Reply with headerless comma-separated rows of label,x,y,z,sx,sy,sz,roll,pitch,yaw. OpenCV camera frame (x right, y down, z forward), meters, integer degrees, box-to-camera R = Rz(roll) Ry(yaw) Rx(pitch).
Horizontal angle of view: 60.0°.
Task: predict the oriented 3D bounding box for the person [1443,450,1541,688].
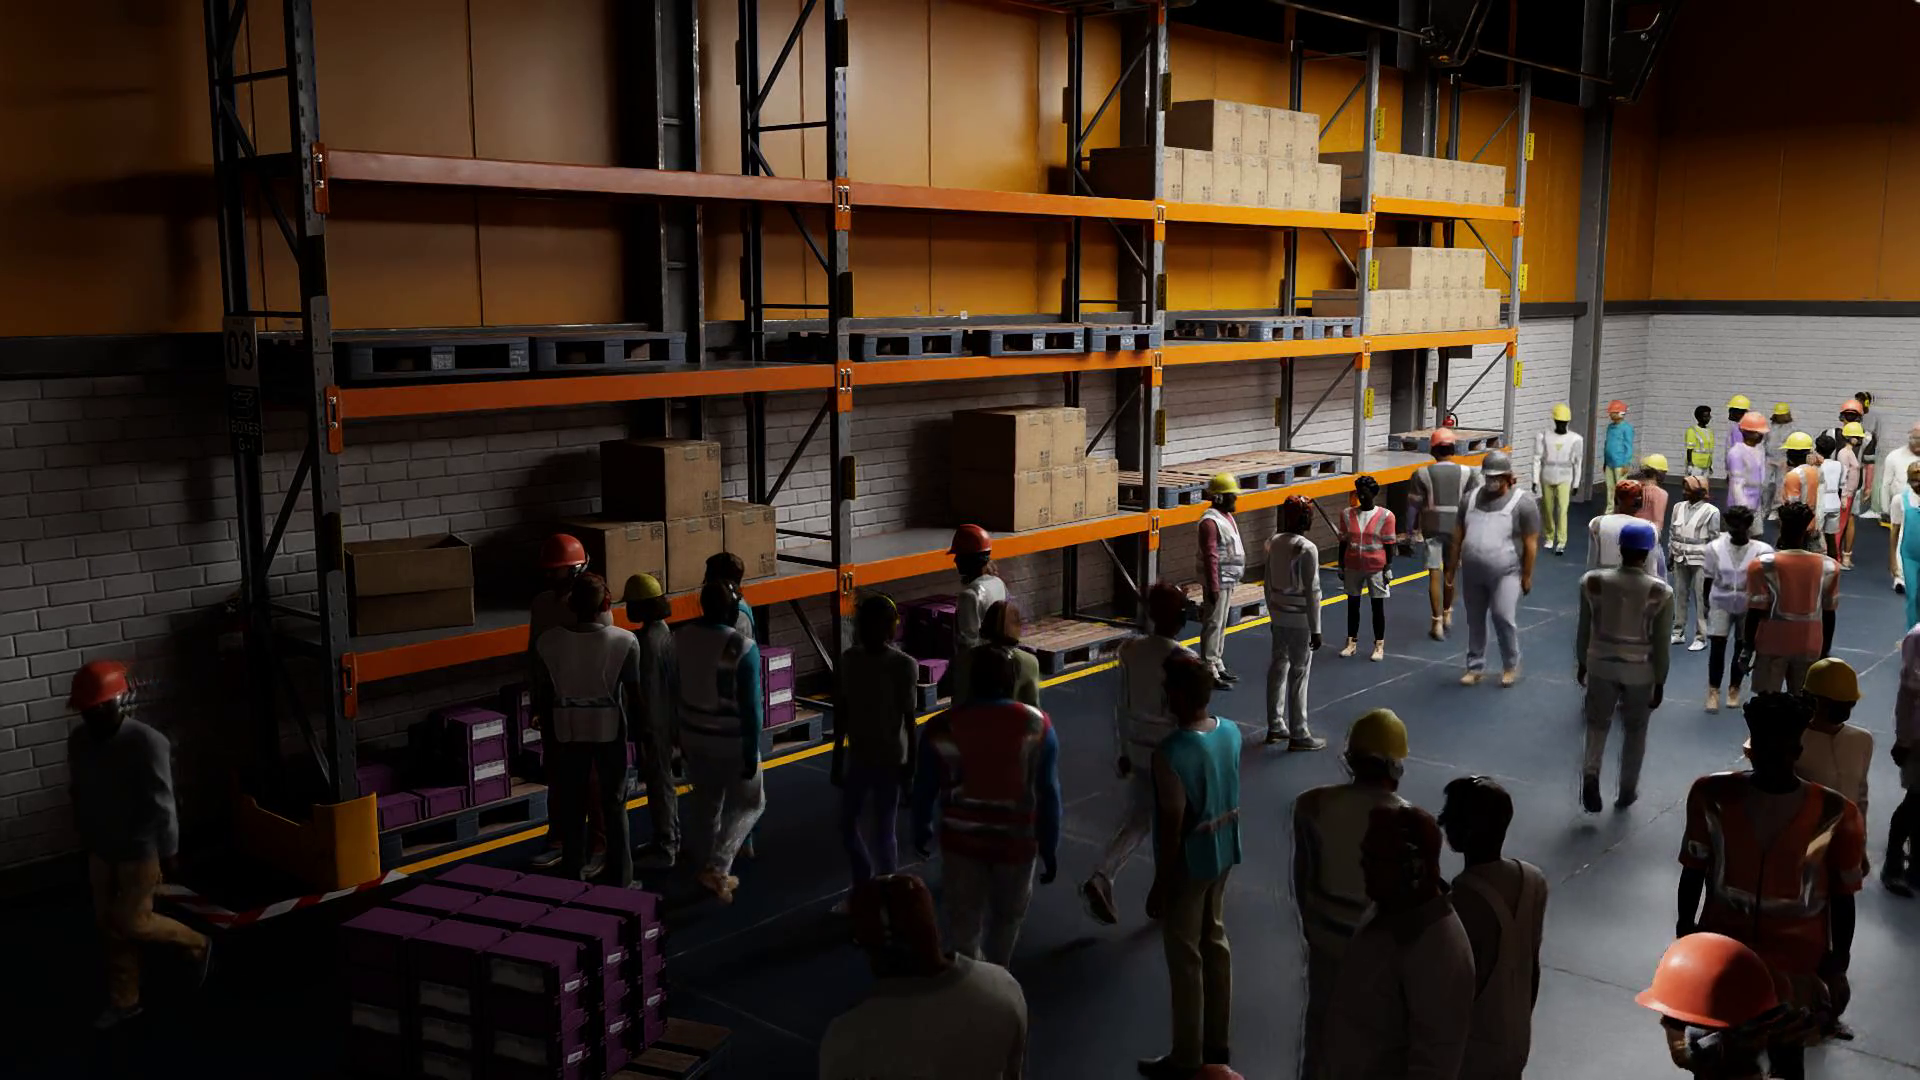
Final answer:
person,4.484,0.234,14.069,0.703,2.000,0.535,8,12,44

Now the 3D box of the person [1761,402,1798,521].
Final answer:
person,11.669,-1.113,23.769,0.501,1.710,0.583,7,11,39

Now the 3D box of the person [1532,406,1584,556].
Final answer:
person,7.573,-0.770,21.098,0.591,1.876,1.009,4,10,22

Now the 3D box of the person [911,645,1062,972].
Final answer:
person,0.119,1.364,7.477,0.679,1.809,0.696,0,9,0

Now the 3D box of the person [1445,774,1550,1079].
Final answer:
person,1.695,1.669,5.471,0.505,1.839,0.347,-5,10,-29

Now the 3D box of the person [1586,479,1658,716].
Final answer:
person,5.234,0.455,13.196,0.340,1.878,0.579,-8,12,-41

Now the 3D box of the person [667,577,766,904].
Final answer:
person,-1.329,1.111,9.117,0.632,1.830,0.478,5,10,30

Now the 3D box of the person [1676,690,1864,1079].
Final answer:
person,2.948,1.504,6.125,0.614,1.961,0.365,6,11,33

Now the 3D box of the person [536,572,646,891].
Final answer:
person,-2.019,1.097,9.131,0.574,1.842,0.375,0,9,0

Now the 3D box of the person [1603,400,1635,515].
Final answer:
person,9.354,-1.122,23.738,0.342,1.748,0.572,-2,9,-12

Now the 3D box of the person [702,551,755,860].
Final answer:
person,-1.378,0.983,9.891,0.352,1.843,0.517,-1,9,-6

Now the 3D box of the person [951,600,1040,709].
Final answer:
person,0.191,1.138,9.572,0.526,1.618,0.375,0,9,-2

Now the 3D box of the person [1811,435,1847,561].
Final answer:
person,9.800,-0.347,18.912,0.540,1.697,0.317,-3,9,-19

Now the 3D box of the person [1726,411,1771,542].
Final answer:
person,8.569,-0.385,18.083,0.608,2.040,0.391,-6,11,-34

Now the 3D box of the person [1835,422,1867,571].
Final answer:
person,10.577,-0.521,19.823,0.310,1.768,0.533,6,11,35

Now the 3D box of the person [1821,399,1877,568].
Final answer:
person,10.612,-0.673,19.966,0.615,2.030,0.408,4,10,23

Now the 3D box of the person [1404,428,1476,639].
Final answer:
person,4.666,-0.080,16.183,0.647,2.001,0.981,1,9,5

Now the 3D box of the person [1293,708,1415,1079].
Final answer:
person,1.584,1.532,6.515,0.611,1.782,0.929,6,11,34

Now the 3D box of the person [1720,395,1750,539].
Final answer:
person,10.328,-0.962,22.140,0.361,1.930,0.588,6,11,33

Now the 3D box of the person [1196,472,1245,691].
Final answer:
person,2.202,0.338,14.055,0.404,1.837,0.587,3,9,20

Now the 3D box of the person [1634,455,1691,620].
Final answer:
person,6.865,0.010,16.543,0.945,1.705,0.534,-3,9,-20

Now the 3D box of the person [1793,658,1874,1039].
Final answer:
person,3.859,1.392,7.485,0.527,1.768,0.313,-2,9,-13

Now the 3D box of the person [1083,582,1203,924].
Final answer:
person,1.012,1.145,8.772,0.736,1.863,0.589,-8,12,-41

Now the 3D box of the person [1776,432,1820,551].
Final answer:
person,8.391,-0.122,16.728,0.587,1.927,0.364,-9,12,-44

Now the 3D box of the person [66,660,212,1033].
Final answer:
person,-3.827,1.378,7.674,0.576,1.734,0.528,3,9,21

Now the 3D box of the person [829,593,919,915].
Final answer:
person,-0.444,1.167,8.712,0.625,1.846,0.460,6,10,33

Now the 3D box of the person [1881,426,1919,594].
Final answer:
person,10.527,-0.336,18.349,0.643,1.848,1.020,4,10,25

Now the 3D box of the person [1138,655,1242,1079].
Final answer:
person,1.009,1.407,7.133,0.372,1.843,0.571,7,11,39

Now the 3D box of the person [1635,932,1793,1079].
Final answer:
person,1.708,1.868,3.766,0.495,1.967,0.691,9,12,44

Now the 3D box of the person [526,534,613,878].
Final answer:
person,-2.262,0.948,9.613,0.612,1.995,0.376,5,10,28

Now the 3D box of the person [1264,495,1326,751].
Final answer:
person,2.454,0.603,12.198,0.356,1.882,0.574,-4,10,-27

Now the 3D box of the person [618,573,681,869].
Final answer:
person,-1.829,1.053,9.797,0.323,1.730,0.490,-1,9,-7

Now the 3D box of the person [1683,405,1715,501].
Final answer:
person,10.430,-1.051,23.464,0.534,1.697,0.318,-5,10,-29

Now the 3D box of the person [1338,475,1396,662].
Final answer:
person,3.673,0.253,15.076,0.537,1.694,0.320,6,10,32

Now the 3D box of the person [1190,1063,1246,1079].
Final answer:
person,0.586,2.018,3.583,0.570,1.729,0.641,0,9,-2

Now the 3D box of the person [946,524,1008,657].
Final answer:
person,0.091,0.857,10.418,0.382,1.928,0.546,4,10,24

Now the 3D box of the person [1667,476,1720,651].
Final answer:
person,6.824,0.213,15.501,0.311,1.636,0.521,-5,10,-27

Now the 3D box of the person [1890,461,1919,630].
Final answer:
person,8.752,0.185,15.145,0.544,1.807,0.580,6,11,35

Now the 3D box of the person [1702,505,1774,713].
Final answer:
person,6.138,0.555,13.180,0.530,1.662,0.700,5,10,29

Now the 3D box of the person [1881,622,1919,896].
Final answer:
person,5.454,1.051,9.246,0.709,1.914,0.442,-6,10,-33

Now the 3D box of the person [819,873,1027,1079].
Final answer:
person,-0.085,1.797,4.518,0.697,1.879,0.551,-6,11,-36

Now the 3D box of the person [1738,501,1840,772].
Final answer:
person,5.577,0.712,11.219,0.610,1.964,0.365,1,9,5

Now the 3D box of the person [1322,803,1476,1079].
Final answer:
person,1.287,1.710,4.986,0.411,1.908,0.643,0,9,1

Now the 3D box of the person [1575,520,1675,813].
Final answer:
person,4.234,0.822,10.665,0.602,1.907,0.792,5,10,30
